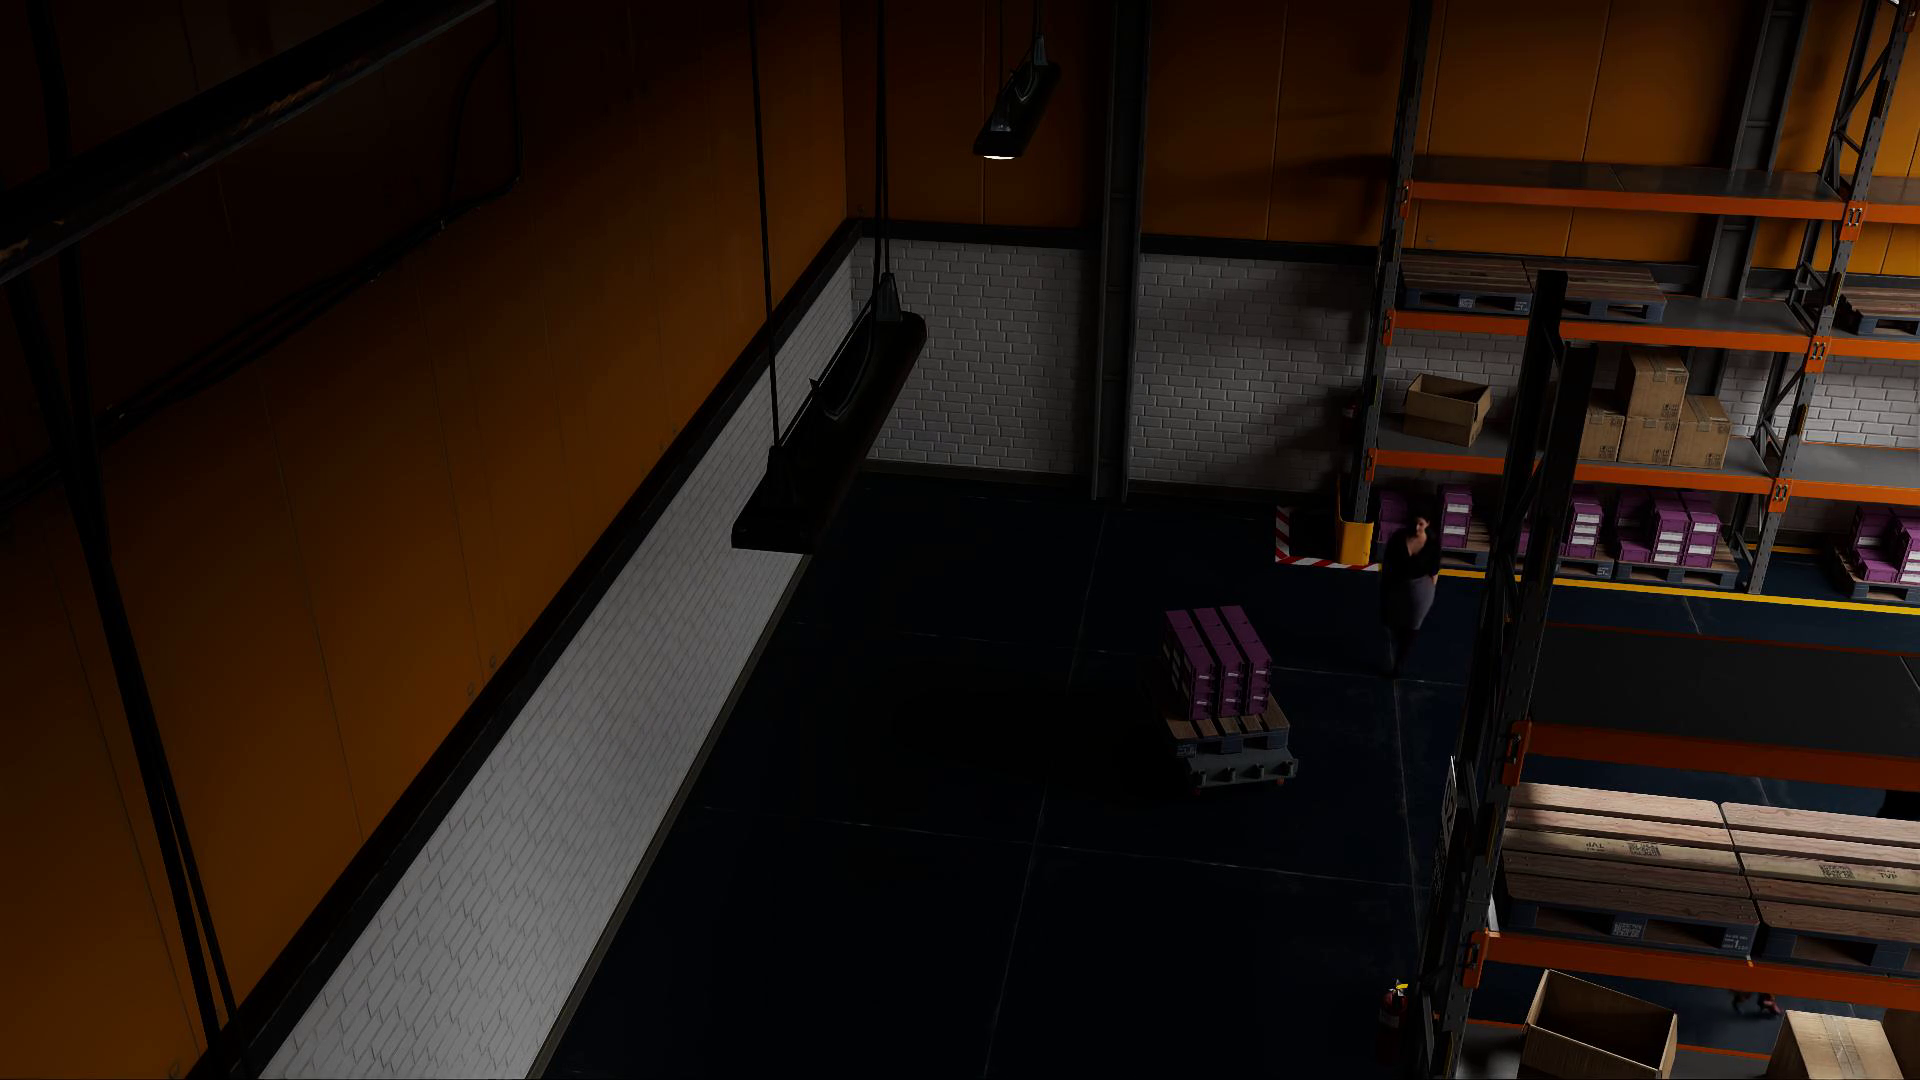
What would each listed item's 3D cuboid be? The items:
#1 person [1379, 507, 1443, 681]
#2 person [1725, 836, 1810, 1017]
[{"bbox_3d":[4.144,0.441,15.374,0.853,1.746,0.817,11,30,19],"label":"person"},{"bbox_3d":[5.611,2.644,11.398,0.759,1.687,0.688,1,29,1],"label":"person"}]
